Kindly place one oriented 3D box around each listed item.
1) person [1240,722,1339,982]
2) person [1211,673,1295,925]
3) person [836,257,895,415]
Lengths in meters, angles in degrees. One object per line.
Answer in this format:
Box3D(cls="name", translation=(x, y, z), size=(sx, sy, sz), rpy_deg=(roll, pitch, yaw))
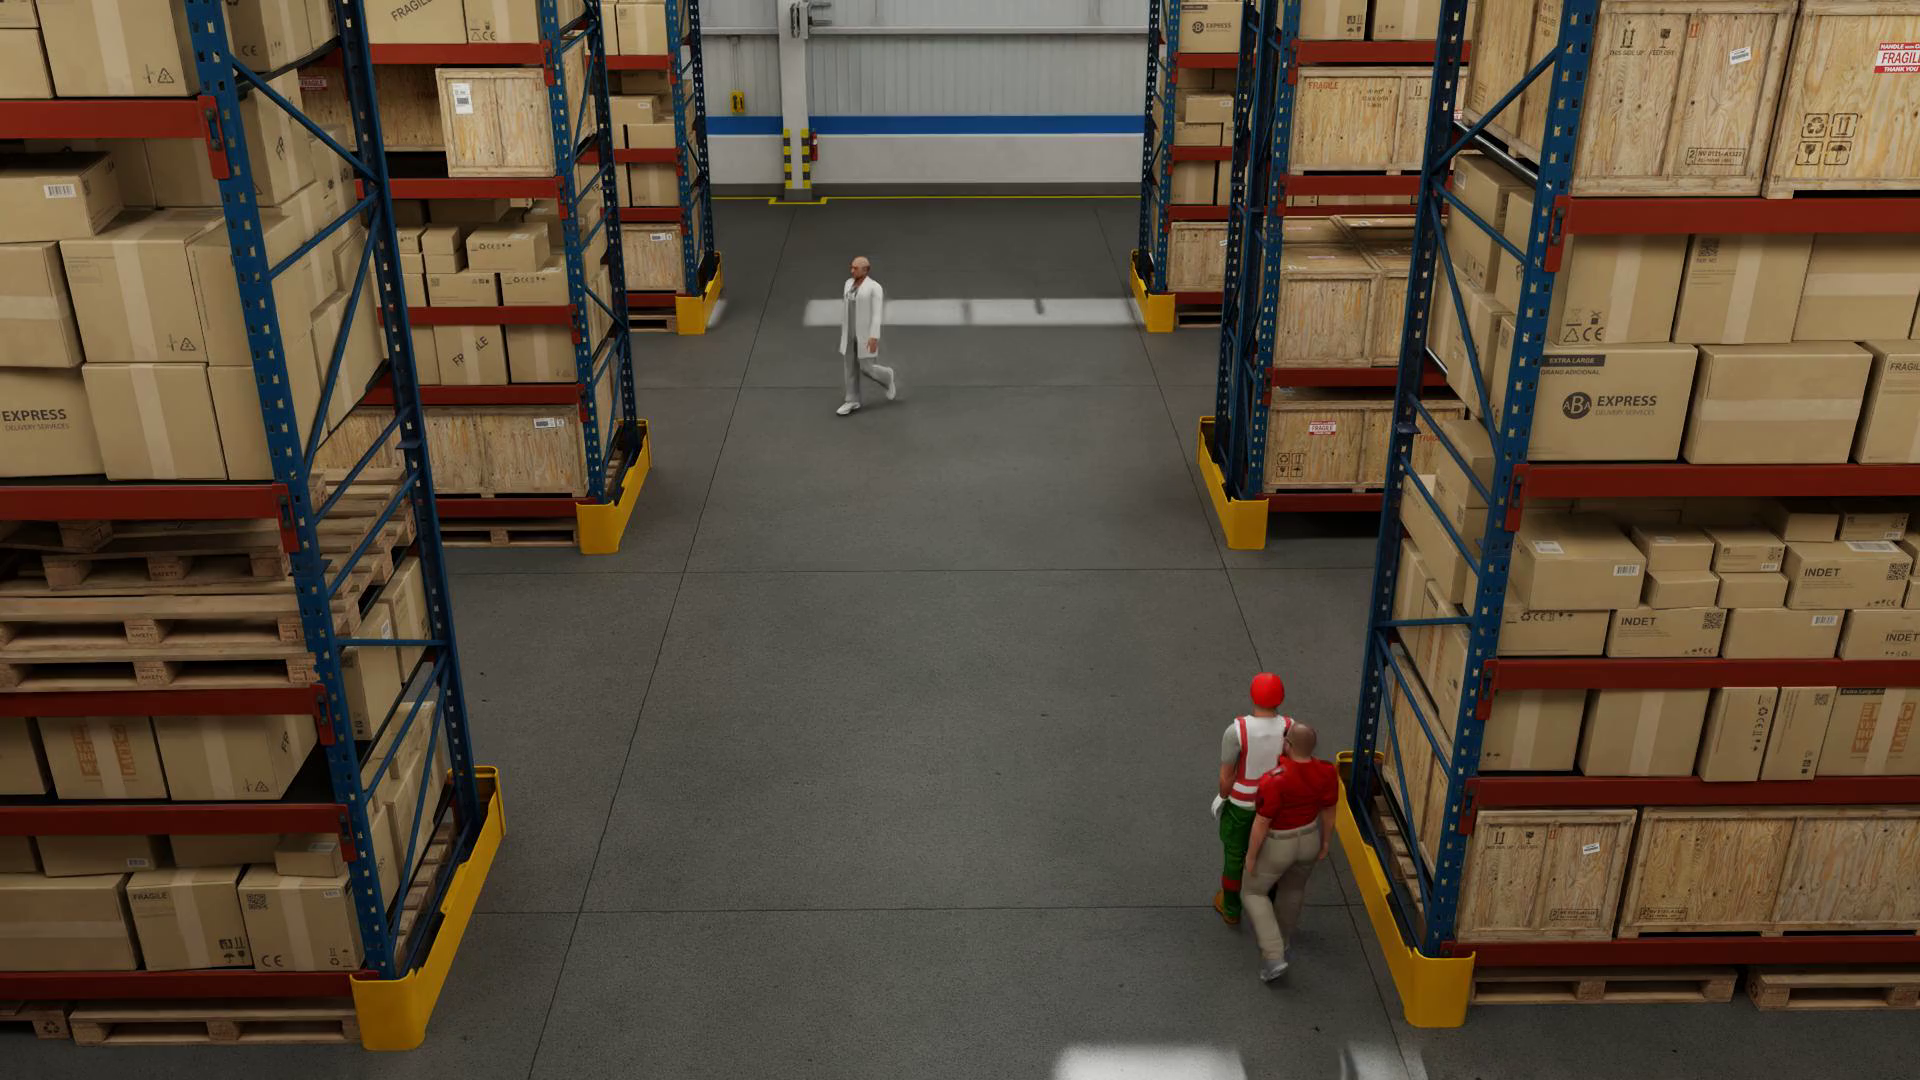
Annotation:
Box3D(cls="person", translation=(1.956, 1.835, 10.018), size=(0.558, 1.746, 0.679), rpy_deg=(-9, 27, -19))
Box3D(cls="person", translation=(1.850, 1.605, 10.414), size=(0.550, 1.795, 0.365), rpy_deg=(-1, 25, -2))
Box3D(cls="person", translation=(-1.095, -2.332, 18.832), size=(0.585, 1.778, 0.775), rpy_deg=(18, 31, 34))
